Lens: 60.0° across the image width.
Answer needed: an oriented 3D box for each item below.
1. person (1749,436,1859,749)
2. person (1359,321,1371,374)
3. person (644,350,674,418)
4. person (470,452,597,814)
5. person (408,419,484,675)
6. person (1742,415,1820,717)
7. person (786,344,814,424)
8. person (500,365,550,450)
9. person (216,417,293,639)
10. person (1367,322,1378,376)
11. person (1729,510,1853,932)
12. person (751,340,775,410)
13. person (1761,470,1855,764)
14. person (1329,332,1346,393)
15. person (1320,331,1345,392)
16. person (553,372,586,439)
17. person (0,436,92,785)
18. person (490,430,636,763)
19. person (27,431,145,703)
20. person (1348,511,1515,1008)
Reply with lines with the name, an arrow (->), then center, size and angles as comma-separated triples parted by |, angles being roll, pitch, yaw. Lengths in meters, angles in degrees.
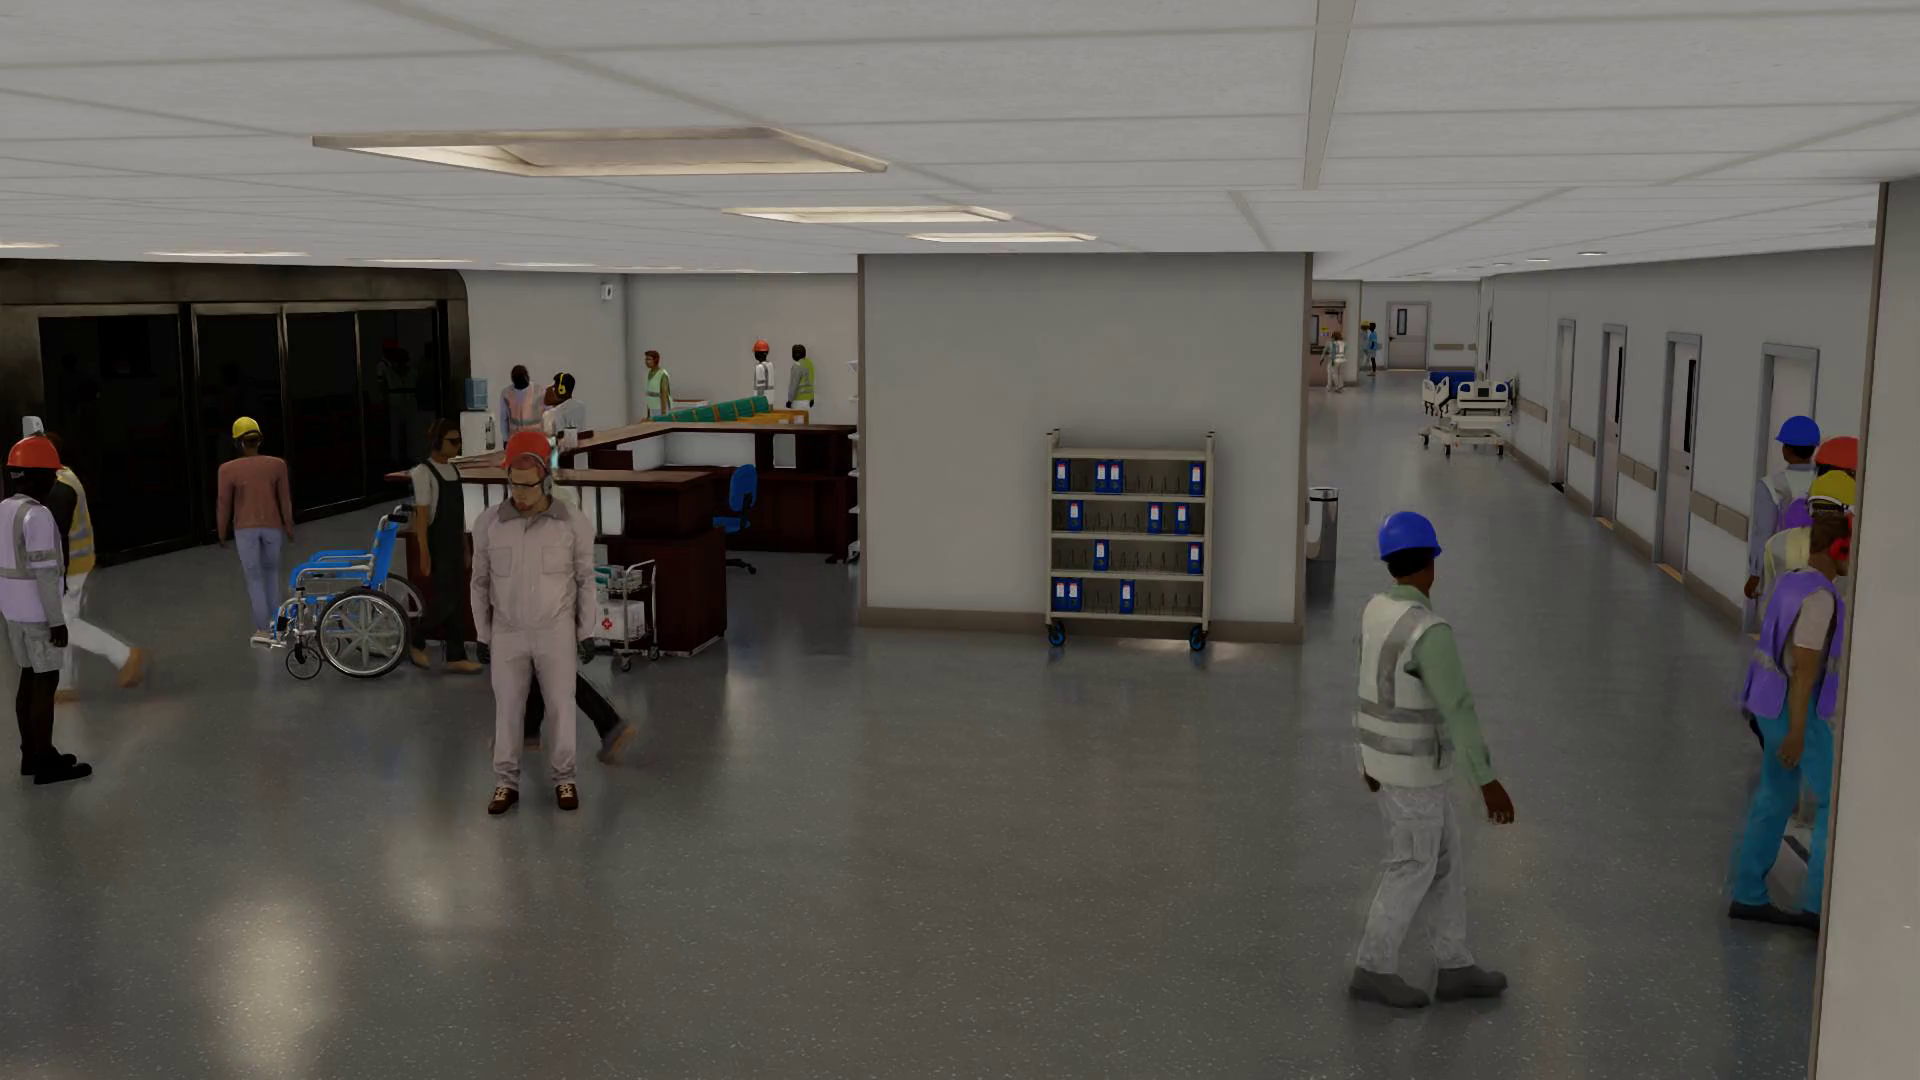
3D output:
person -> 4.885, 0.364, 9.472 | 0.567, 1.916, 0.426 | -6, 11, -36
person -> 13.152, -6.217, 53.776 | 0.602, 1.722, 0.502 | 5, 10, 30
person -> -4.536, -1.938, 25.044 | 0.399, 1.836, 0.559 | -7, 11, -39
person -> -2.234, 0.486, 8.727 | 0.643, 1.901, 0.400 | -1, 9, -7
person -> -3.664, 0.059, 11.751 | 0.491, 1.834, 0.544 | 2, 9, 13
person -> 5.272, 0.189, 10.524 | 0.602, 1.951, 0.380 | -1, 9, -8
person -> -2.750, -2.377, 27.965 | 0.614, 1.818, 0.636 | 2, 9, 12
person -> -5.399, -1.273, 20.699 | 0.653, 1.810, 0.514 | 1, 9, 5
person -> -5.544, -0.095, 13.055 | 0.545, 1.743, 0.611 | -7, 11, -37
person -> 13.081, -6.048, 52.739 | 0.320, 1.698, 0.538 | 3, 9, 18
person -> 3.668, 0.782, 7.089 | 0.700, 1.802, 0.640 | 2, 9, 15
person -> -3.132, -2.194, 26.386 | 0.357, 1.938, 0.542 | 2, 9, 13
person -> 4.430, 0.549, 8.576 | 0.405, 1.823, 0.590 | -7, 11, -40
person -> 10.011, -4.706, 44.070 | 0.545, 1.617, 0.380 | -7, 11, -37
person -> 9.961, -4.759, 44.461 | 0.660, 1.626, 0.346 | 2, 9, 11
person -> -4.155, -0.858, 17.777 | 0.331, 1.862, 0.507 | 3, 9, 22
person -> -5.128, 0.388, 9.287 | 0.545, 1.929, 0.390 | 8, 11, 41
person -> -2.327, 0.329, 9.634 | 0.920, 1.955, 0.614 | 1, 9, 7
person -> -5.863, 0.186, 11.003 | 0.659, 1.820, 0.642 | -5, 10, -30
person -> 1.789, 0.853, 6.293 | 0.635, 1.898, 0.670 | 1, 9, 3
